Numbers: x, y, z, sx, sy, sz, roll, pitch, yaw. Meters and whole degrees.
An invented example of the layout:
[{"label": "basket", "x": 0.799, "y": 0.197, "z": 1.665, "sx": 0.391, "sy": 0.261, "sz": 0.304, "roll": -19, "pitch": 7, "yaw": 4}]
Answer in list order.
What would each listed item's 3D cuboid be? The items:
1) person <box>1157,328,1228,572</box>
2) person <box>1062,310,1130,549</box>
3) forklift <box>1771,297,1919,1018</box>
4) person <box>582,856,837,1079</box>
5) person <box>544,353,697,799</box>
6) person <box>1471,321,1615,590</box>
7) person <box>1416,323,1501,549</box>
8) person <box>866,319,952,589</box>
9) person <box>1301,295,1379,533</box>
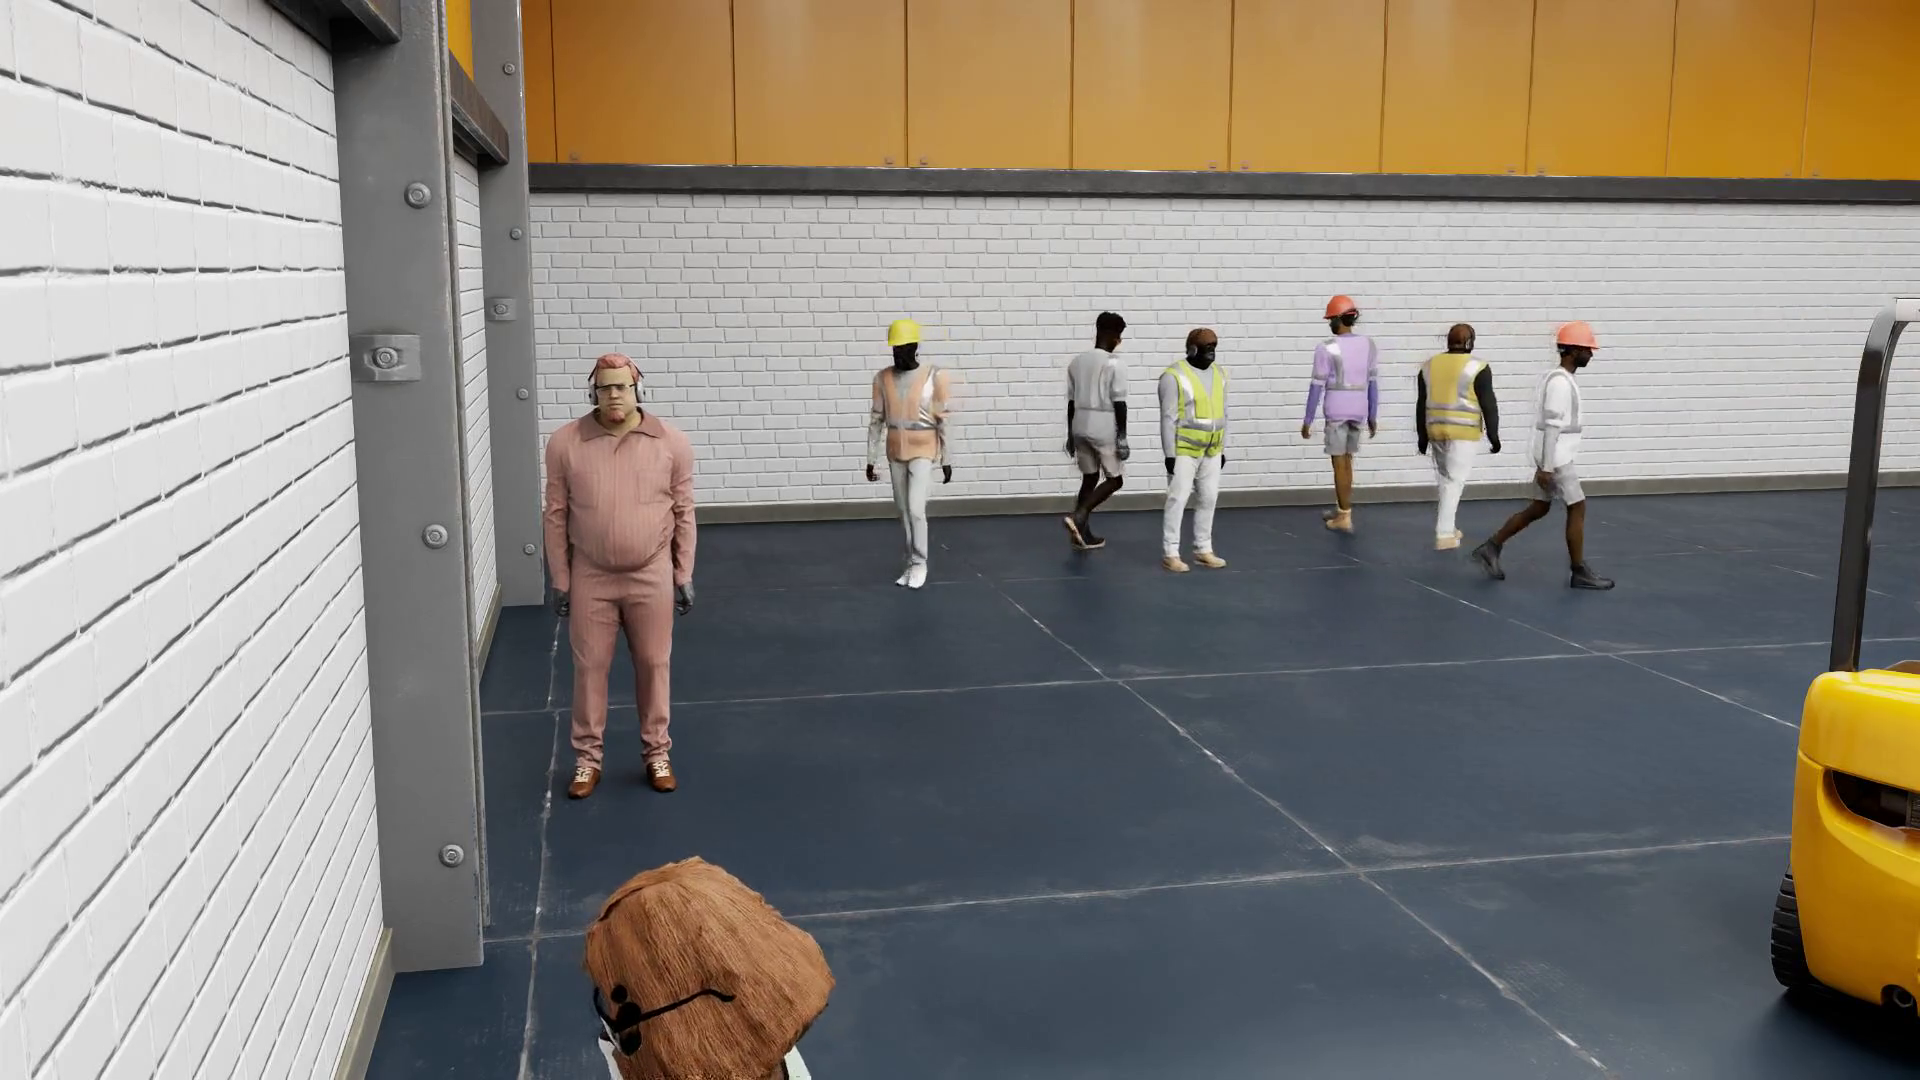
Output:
[{"label": "person", "x": 1.757, "y": -0.671, "z": 12.444, "sx": 0.634, "sy": 1.828, "sz": 0.431, "roll": -6, "pitch": 11, "yaw": -32}, {"label": "person", "x": 1.073, "y": -0.852, "z": 13.209, "sx": 0.597, "sy": 1.929, "sz": 0.638, "roll": -8, "pitch": 12, "yaw": -40}, {"label": "forklift", "x": 3.542, "y": 0.334, "z": 5.177, "sx": 2.313, "sy": 2.155, "sz": 1.214, "roll": -9, "pitch": 13, "yaw": -43}, {"label": "person", "x": -0.211, "y": 1.141, "z": 1.986, "sx": 0.421, "sy": 1.619, "sz": 0.589, "roll": -3, "pitch": 10, "yaw": -15}, {"label": "person", "x": -1.448, "y": 0.155, "z": 7.141, "sx": 0.642, "sy": 1.909, "sz": 0.399, "roll": -2, "pitch": 10, "yaw": -11}, {"label": "person", "x": 4.162, "y": -0.604, "z": 11.810, "sx": 0.945, "sy": 1.902, "sz": 0.555, "roll": 3, "pitch": 10, "yaw": 18}, {"label": "person", "x": 4.082, "y": -0.843, "z": 13.507, "sx": 0.742, "sy": 1.813, "sz": 0.624, "roll": -7, "pitch": 12, "yaw": -38}, {"label": "person", "x": -0.382, "y": -0.597, "z": 11.723, "sx": 0.615, "sy": 1.904, "sz": 0.592, "roll": 5, "pitch": 10, "yaw": 26}, {"label": "person", "x": 3.233, "y": -1.088, "z": 14.343, "sx": 0.642, "sy": 2.032, "sz": 0.632, "roll": -4, "pitch": 10, "yaw": -24}]
